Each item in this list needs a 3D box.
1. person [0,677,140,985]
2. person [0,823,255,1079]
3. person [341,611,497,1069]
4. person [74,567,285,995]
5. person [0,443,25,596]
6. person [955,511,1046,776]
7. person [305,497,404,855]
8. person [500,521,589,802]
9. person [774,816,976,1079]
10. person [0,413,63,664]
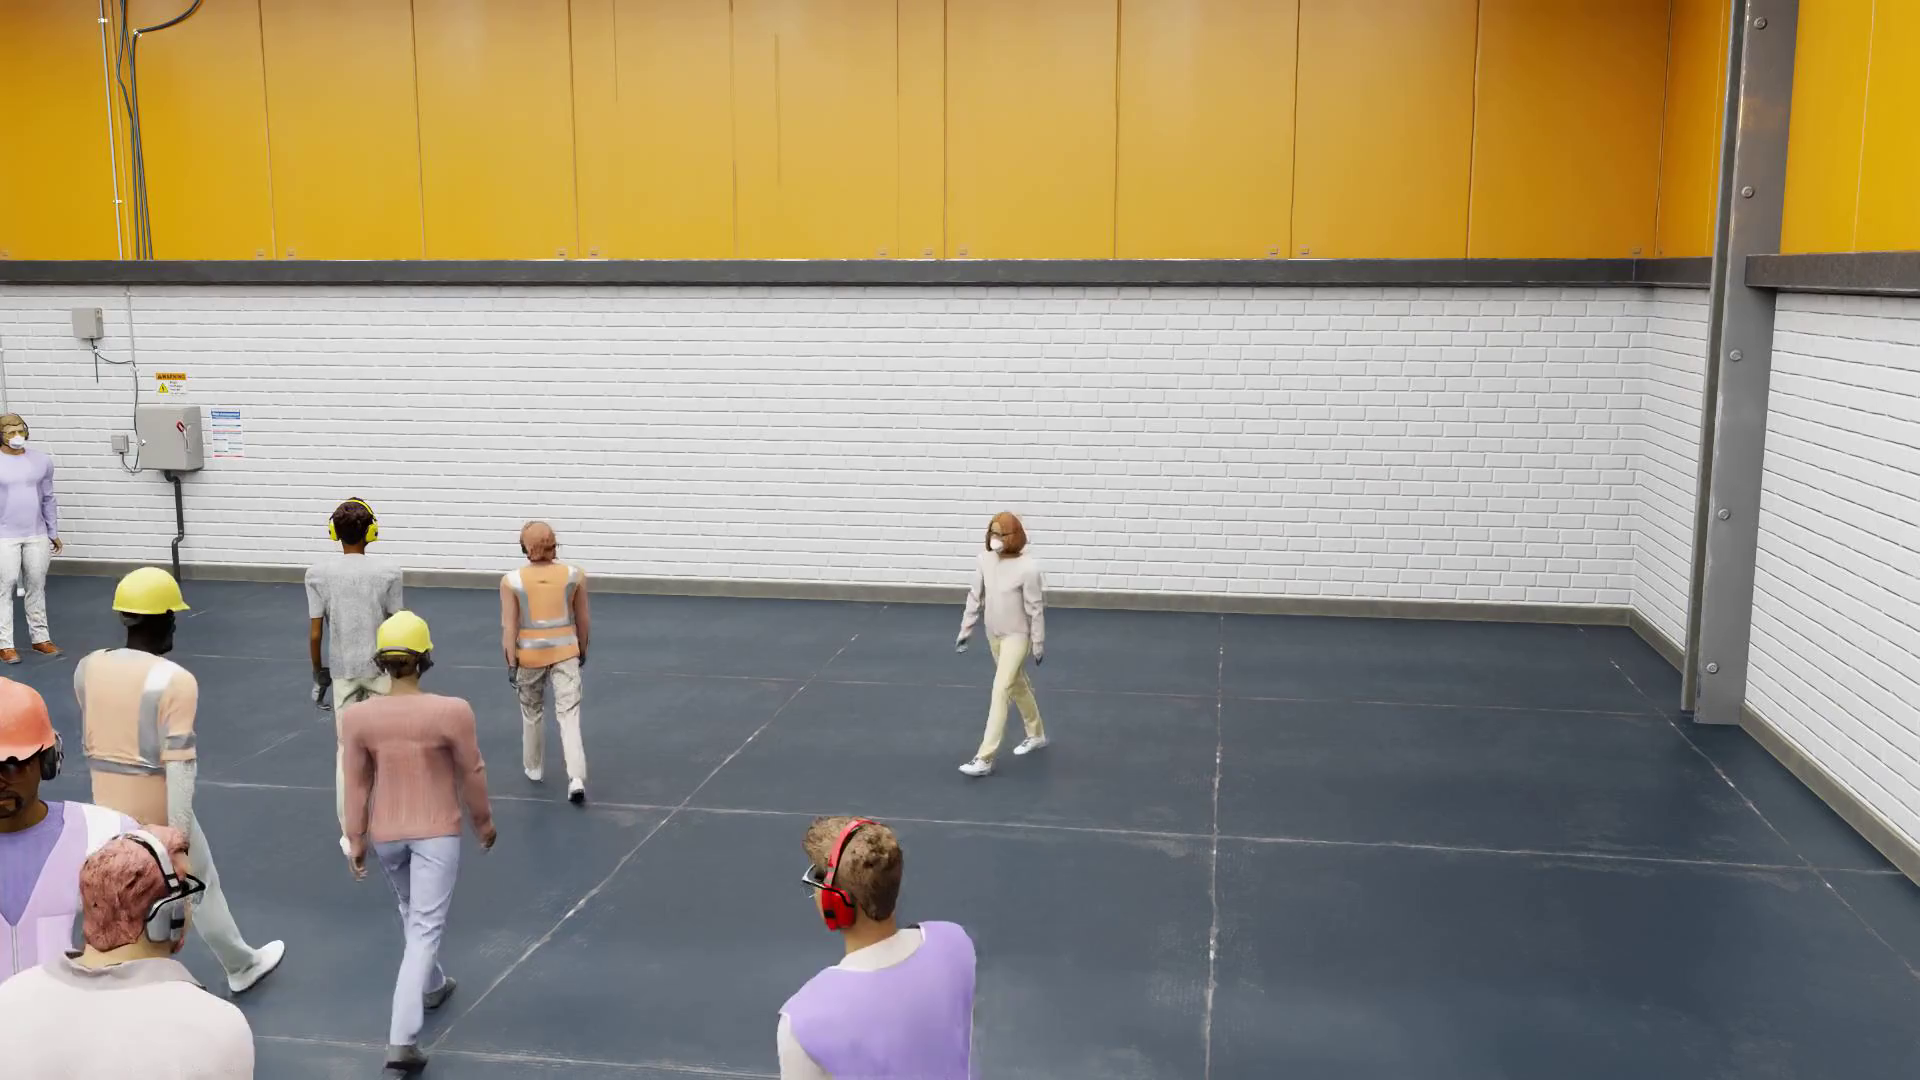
[{"bbox_3d":[-2.351,1.342,4.210,0.607,2.044,0.371,-5,10,-27],"label":"person"},{"bbox_3d":[-1.727,1.516,3.653,0.663,1.867,0.901,1,9,9],"label":"person"},{"bbox_3d":[-2.133,1.141,6.477,0.522,1.728,0.915,1,9,7],"label":"person"},{"bbox_3d":[-3.198,1.035,6.634,0.592,1.874,0.976,3,10,15],"label":"person"},{"bbox_3d":[-8.915,-0.275,15.446,0.498,1.633,0.286,-3,10,-15],"label":"person"},{"bbox_3d":[0.276,0.606,10.164,0.872,1.587,0.512,-8,12,-41],"label":"person"},{"bbox_3d":[-3.106,0.709,8.651,0.512,1.873,0.329,-2,9,-11],"label":"person"},{"bbox_3d":[-2.374,0.690,9.599,0.510,1.599,0.848,-3,10,-20],"label":"person"},{"bbox_3d":[-0.165,1.519,3.781,0.478,1.826,0.587,8,12,42],"label":"person"},{"bbox_3d":[-7.318,-0.021,12.941,0.371,1.941,0.627,7,11,35],"label":"person"}]
